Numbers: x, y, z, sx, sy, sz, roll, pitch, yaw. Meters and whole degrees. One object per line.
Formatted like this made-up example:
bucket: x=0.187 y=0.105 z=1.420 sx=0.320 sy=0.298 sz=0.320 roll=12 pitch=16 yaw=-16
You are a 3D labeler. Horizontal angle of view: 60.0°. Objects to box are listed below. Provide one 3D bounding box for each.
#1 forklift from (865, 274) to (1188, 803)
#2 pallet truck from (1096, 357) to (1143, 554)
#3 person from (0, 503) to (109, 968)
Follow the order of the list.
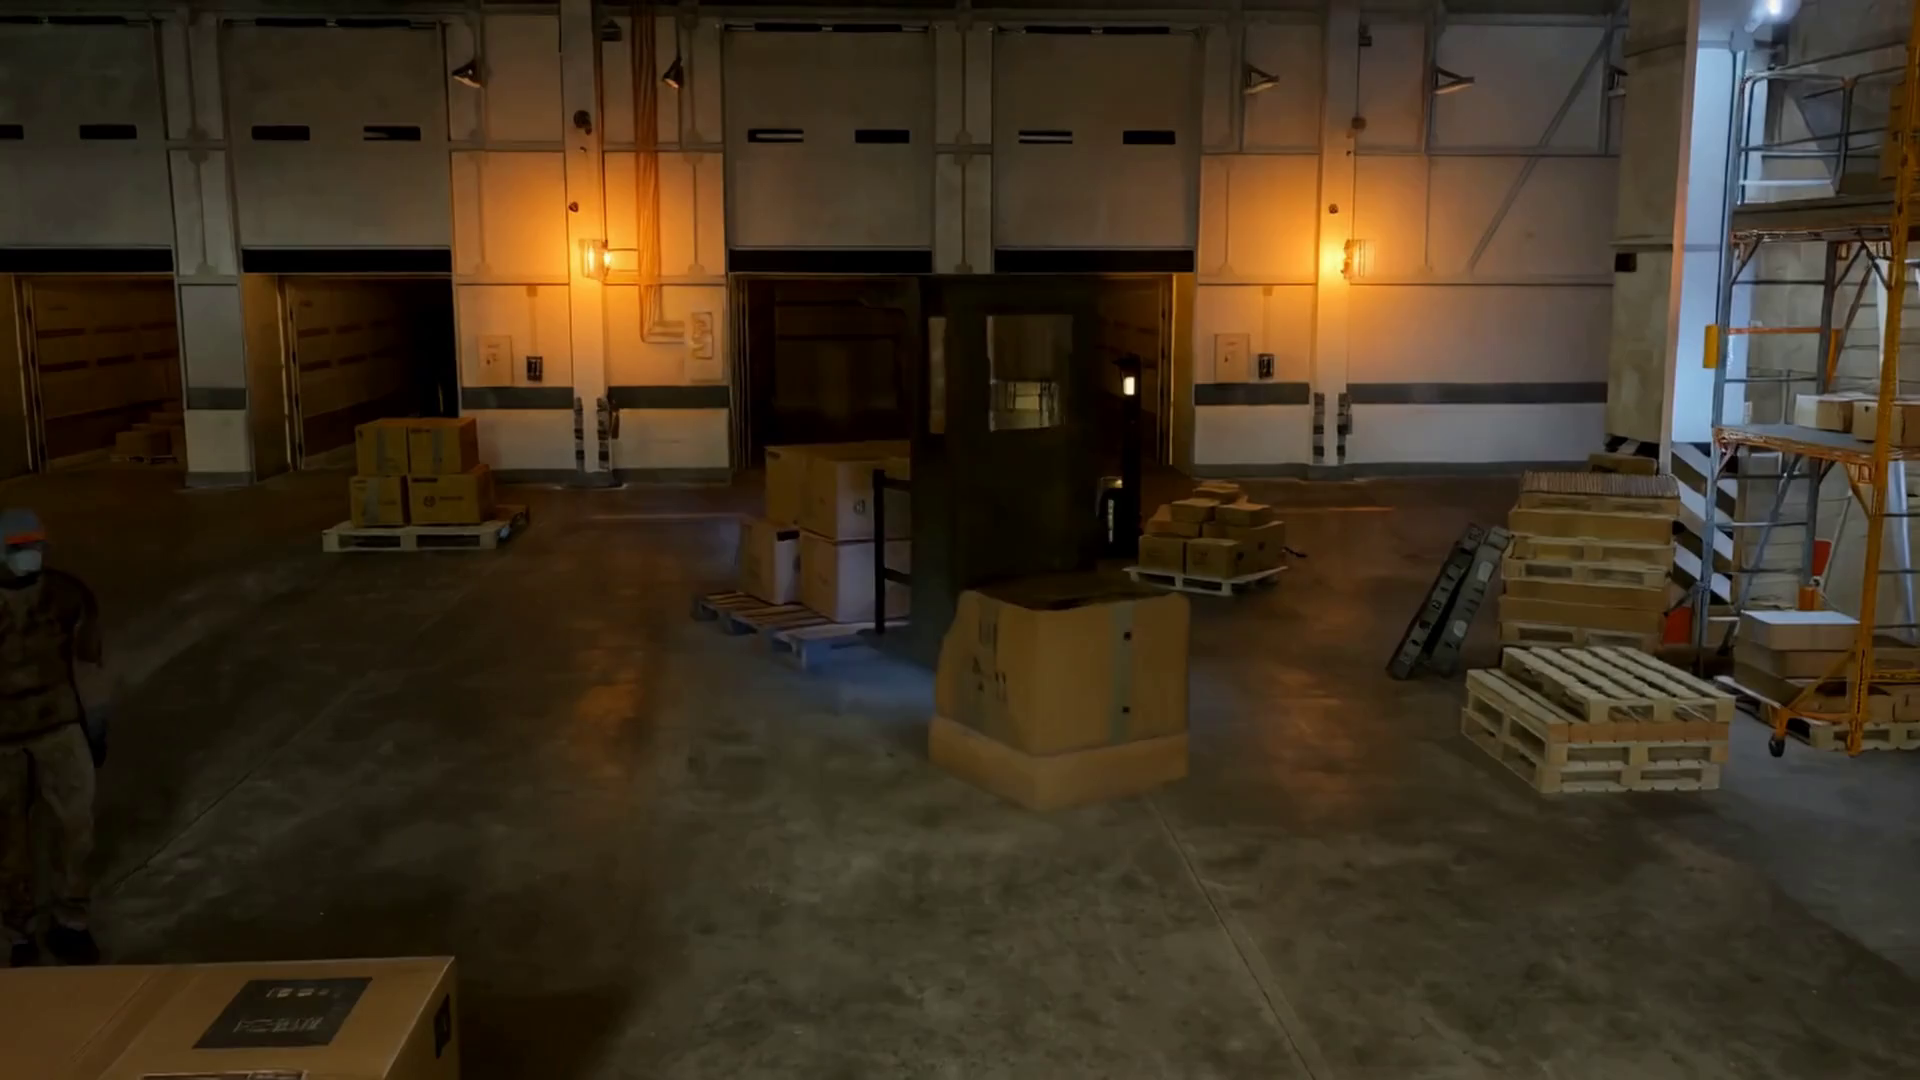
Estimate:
forklift: x=0.370 y=-0.117 z=9.482 sx=1.129 sy=2.768 sz=1.873 roll=-5 pitch=10 yaw=-30
pallet truck: x=2.088 y=-0.836 z=16.757 sx=1.885 sy=1.965 sz=0.823 roll=2 pitch=9 yaw=13
person: x=-3.742 y=0.815 z=6.634 sx=0.680 sy=1.925 sz=0.487 roll=-6 pitch=11 yaw=-35
